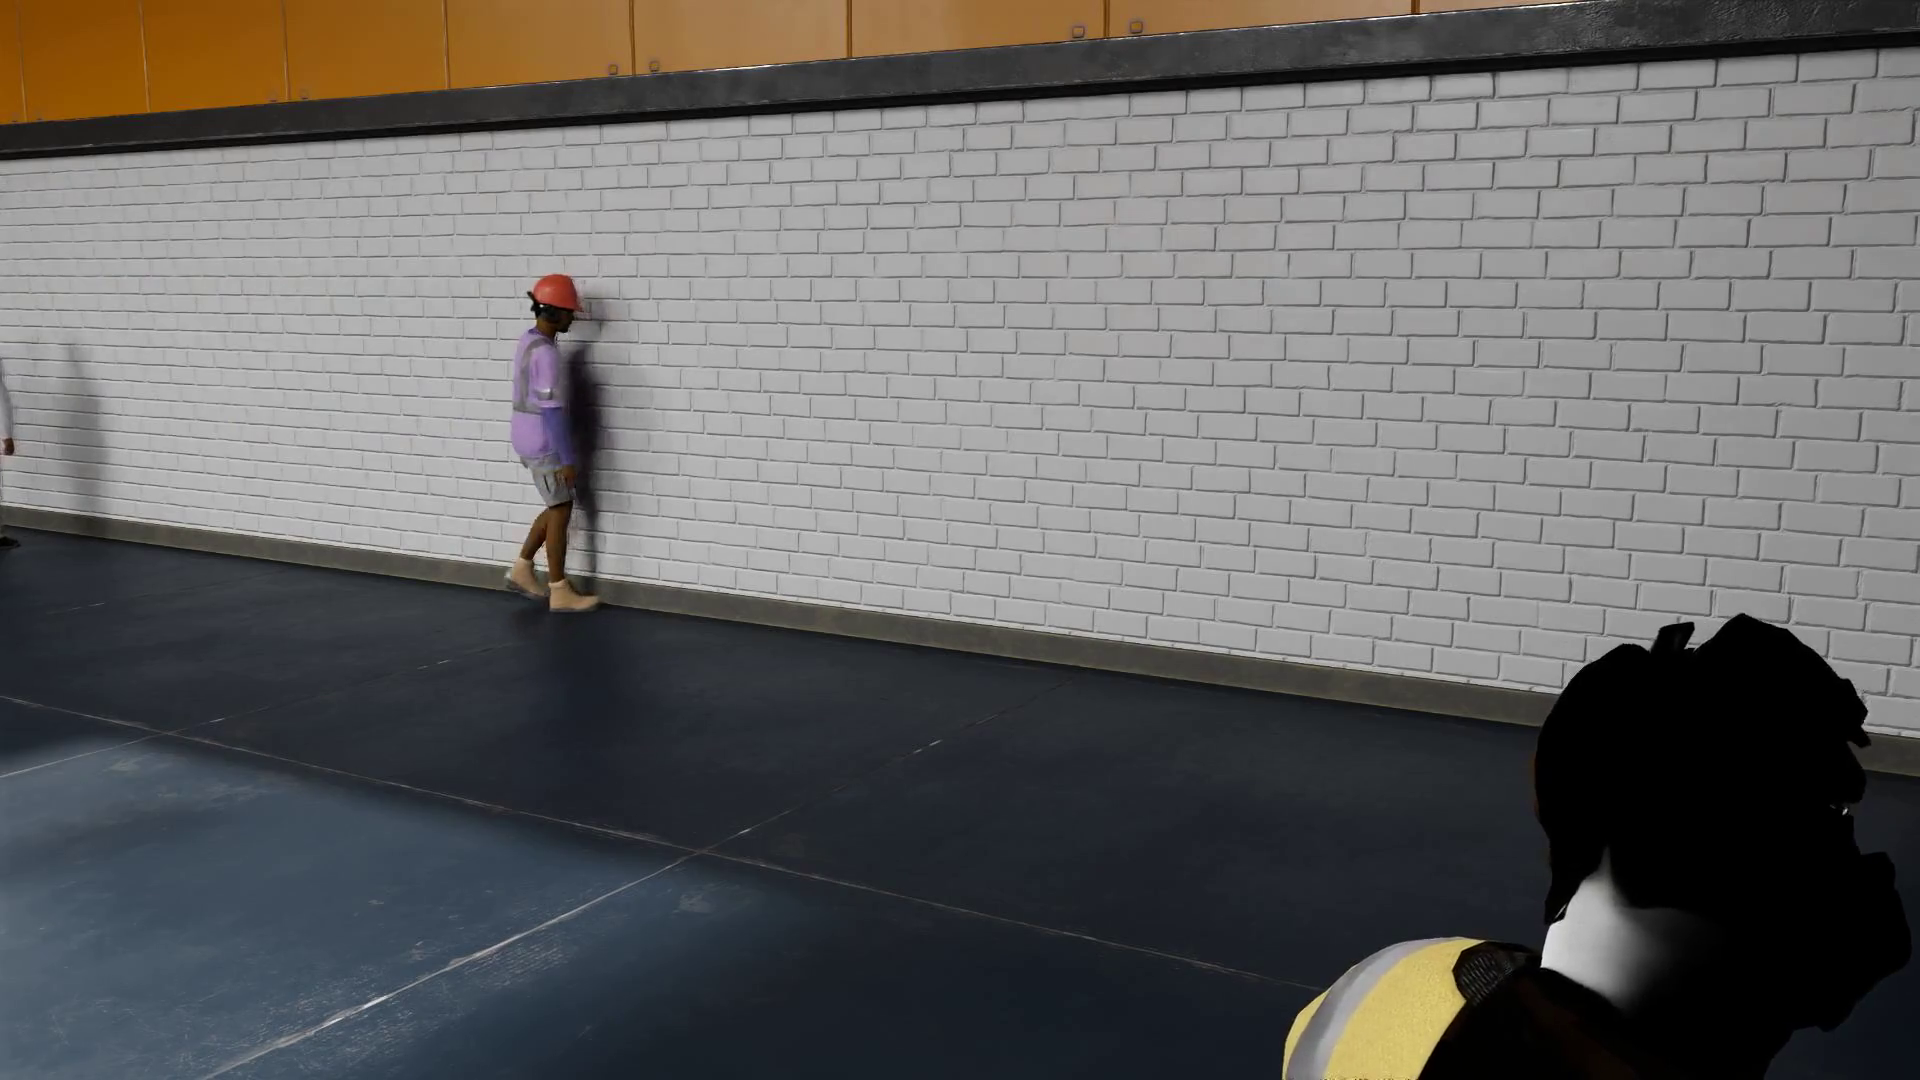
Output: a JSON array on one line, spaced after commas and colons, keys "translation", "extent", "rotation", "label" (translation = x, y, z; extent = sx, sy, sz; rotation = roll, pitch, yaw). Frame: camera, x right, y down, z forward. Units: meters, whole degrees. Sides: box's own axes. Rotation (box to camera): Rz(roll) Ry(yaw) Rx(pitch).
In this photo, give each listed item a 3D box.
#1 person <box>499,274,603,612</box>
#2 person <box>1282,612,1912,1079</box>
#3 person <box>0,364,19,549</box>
[{"translation": [-2.472, -0.554, 9.853], "extent": [0.661, 2.024, 0.687], "rotation": [-3, 10, -18], "label": "person"}, {"translation": [0.441, 0.939, 1.080], "extent": [0.429, 1.842, 0.636], "rotation": [-3, 10, -17], "label": "person"}, {"translation": [-7.256, -0.801, 12.066], "extent": [0.747, 1.806, 0.539], "rotation": [0, 9, 2], "label": "person"}]
